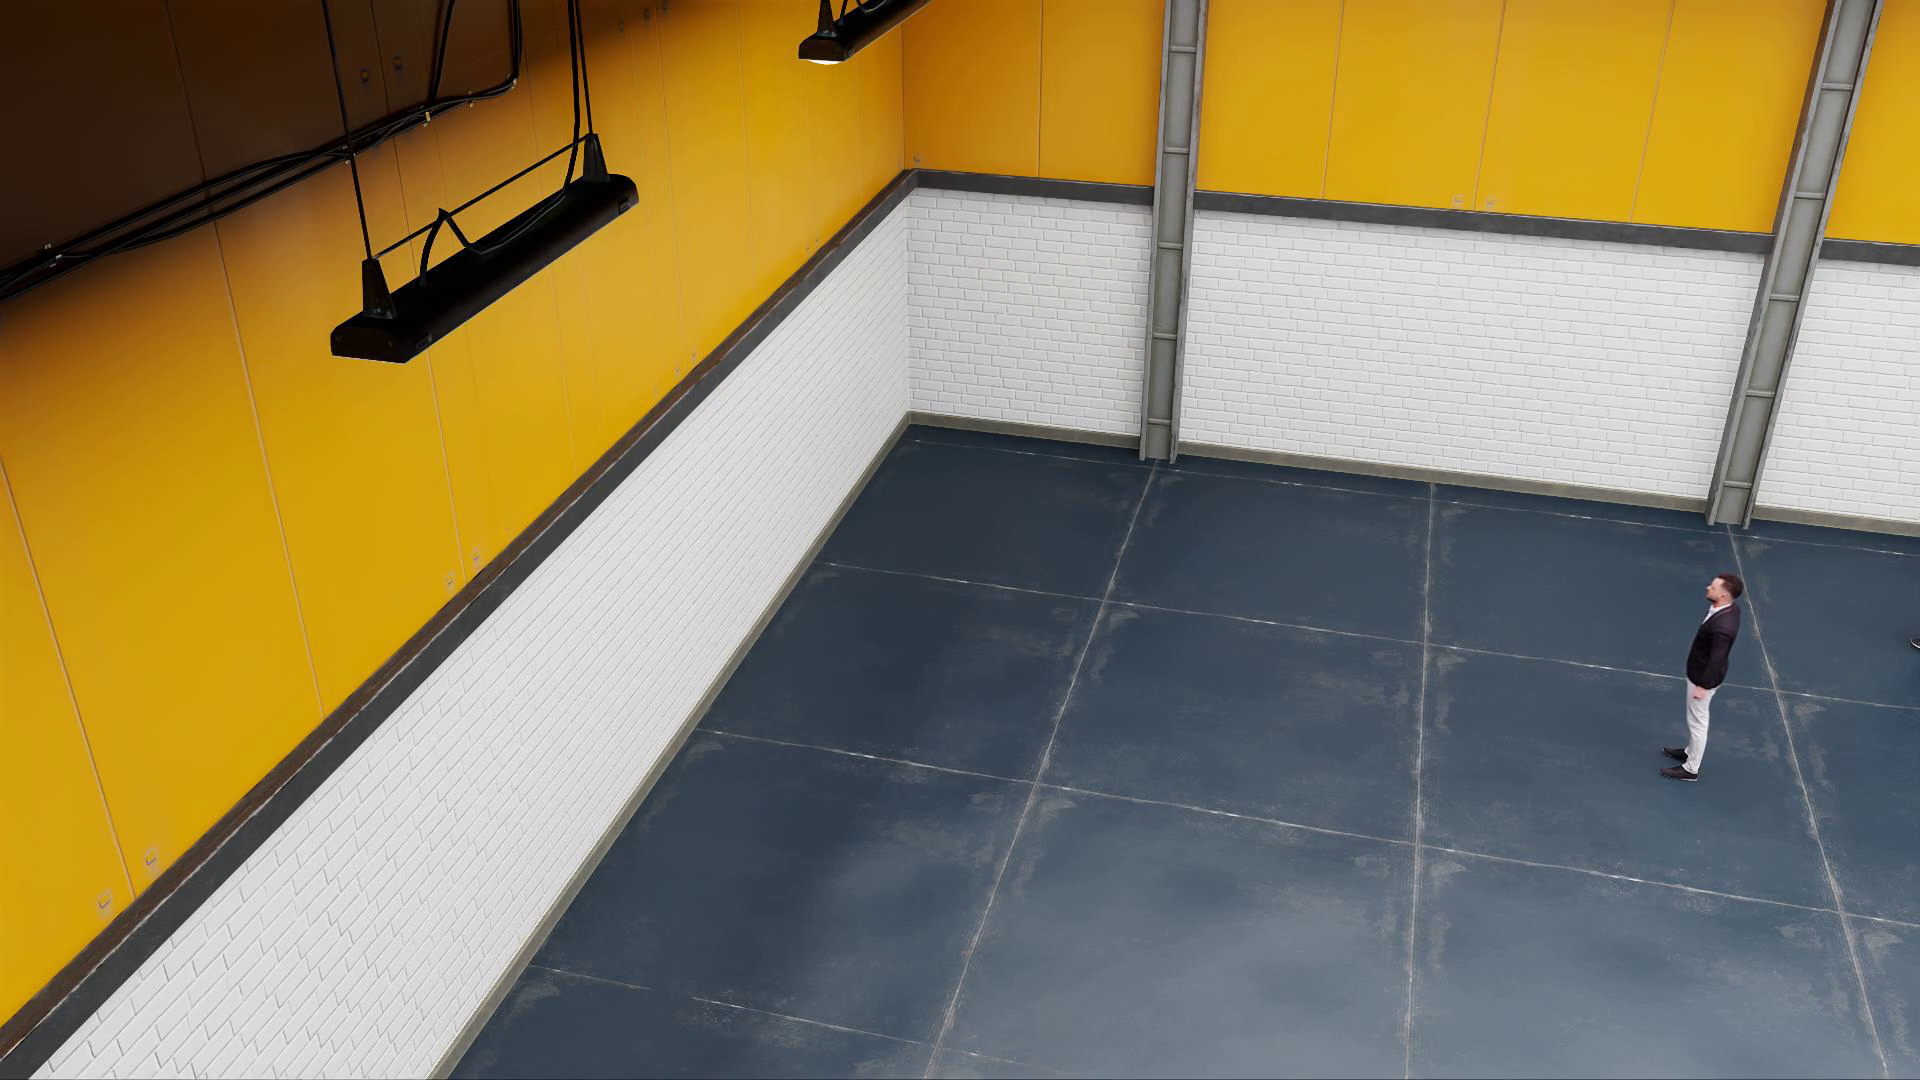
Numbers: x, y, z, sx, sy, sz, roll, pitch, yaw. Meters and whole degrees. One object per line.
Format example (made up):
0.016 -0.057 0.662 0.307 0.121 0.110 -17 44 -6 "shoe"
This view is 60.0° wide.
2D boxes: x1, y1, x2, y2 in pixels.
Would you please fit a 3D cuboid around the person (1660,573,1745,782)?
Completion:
5.924 1.077 13.168 0.654 1.841 0.713 16 32 27 "person"
